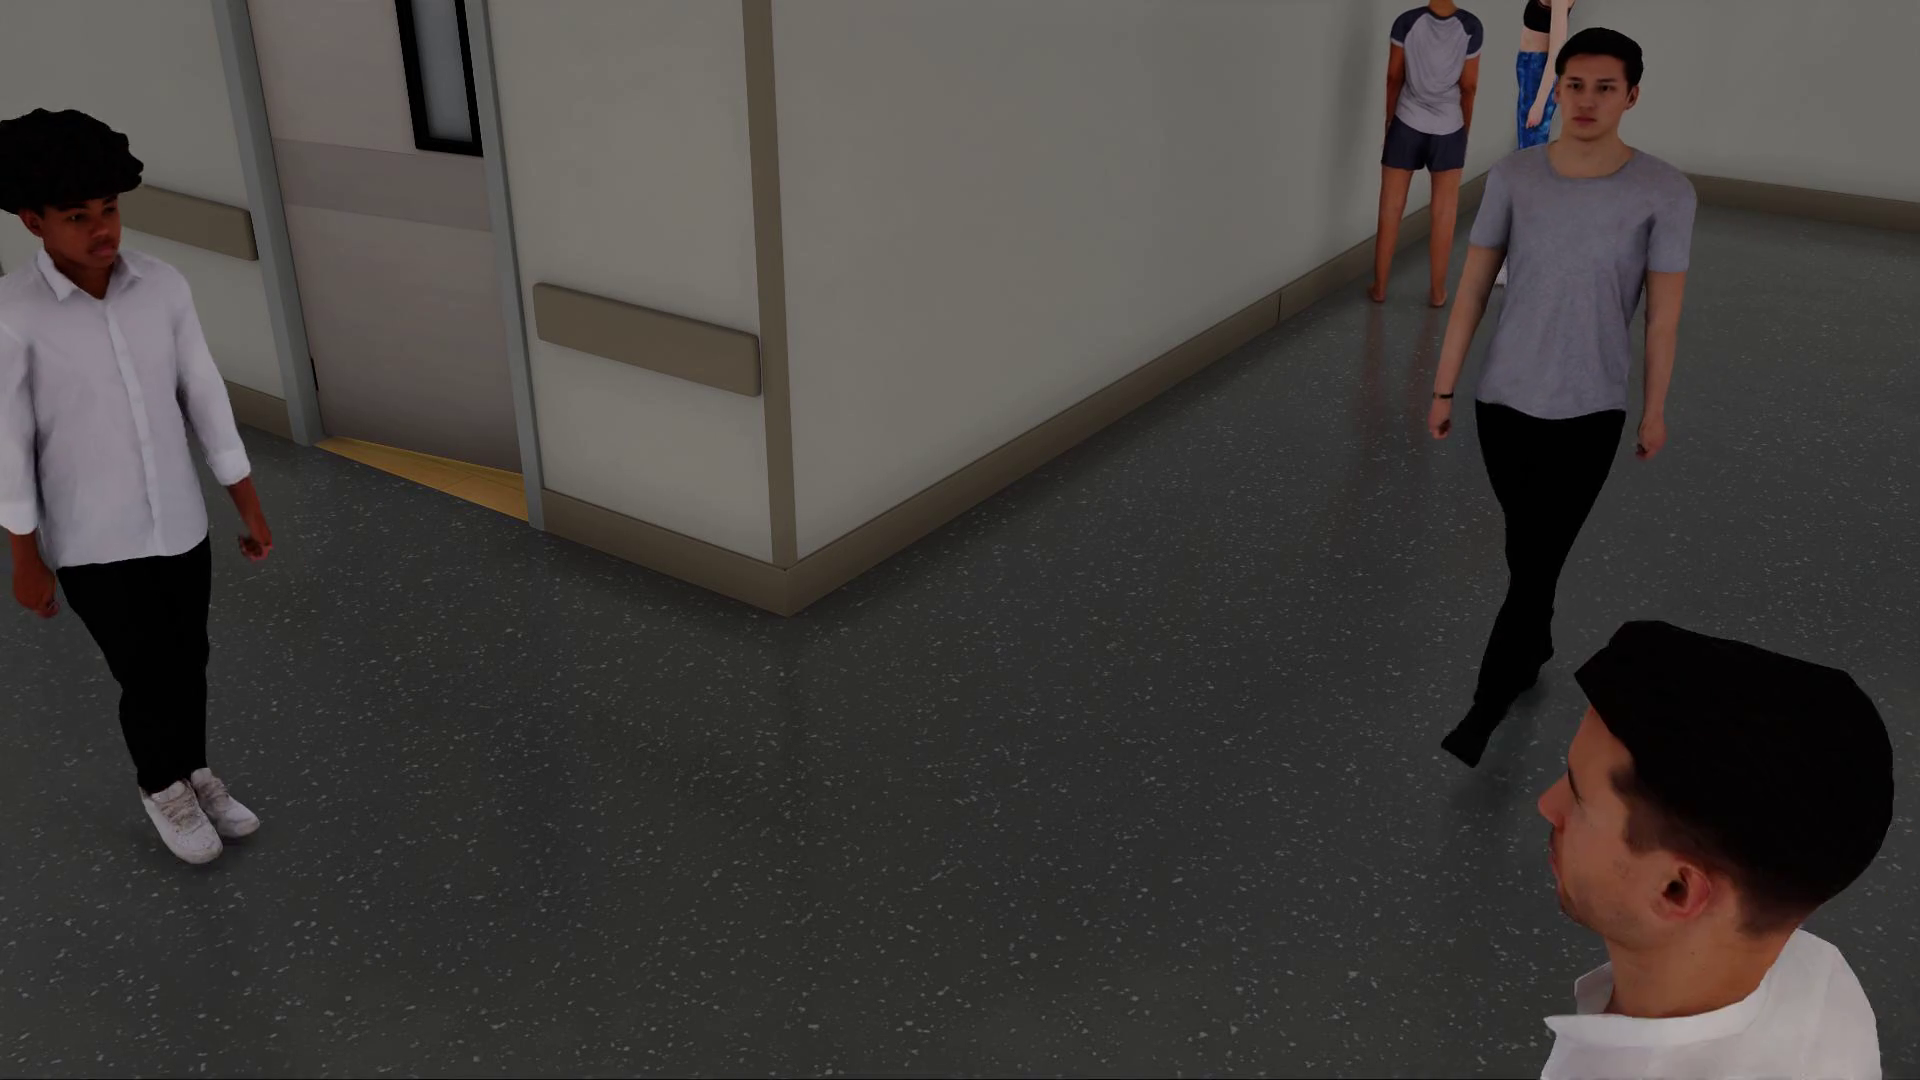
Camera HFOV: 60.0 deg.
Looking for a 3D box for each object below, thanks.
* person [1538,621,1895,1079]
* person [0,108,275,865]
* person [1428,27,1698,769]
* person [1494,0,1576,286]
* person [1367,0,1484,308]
[{"bbox_3d":[0.682,0.996,1.525,0.681,1.765,0.752,-22,34,-38],"label":"person"},{"bbox_3d":[-1.946,-0.076,3.763,0.729,1.790,0.563,14,29,27],"label":"person"},{"bbox_3d":[1.558,-0.358,4.310,0.733,1.824,1.167,19,32,34],"label":"person"},{"bbox_3d":[2.782,-2.121,8.010,0.709,1.785,0.599,7,27,13],"label":"person"},{"bbox_3d":[2.169,-1.897,7.734,0.621,1.621,0.608,6,26,13],"label":"person"}]
